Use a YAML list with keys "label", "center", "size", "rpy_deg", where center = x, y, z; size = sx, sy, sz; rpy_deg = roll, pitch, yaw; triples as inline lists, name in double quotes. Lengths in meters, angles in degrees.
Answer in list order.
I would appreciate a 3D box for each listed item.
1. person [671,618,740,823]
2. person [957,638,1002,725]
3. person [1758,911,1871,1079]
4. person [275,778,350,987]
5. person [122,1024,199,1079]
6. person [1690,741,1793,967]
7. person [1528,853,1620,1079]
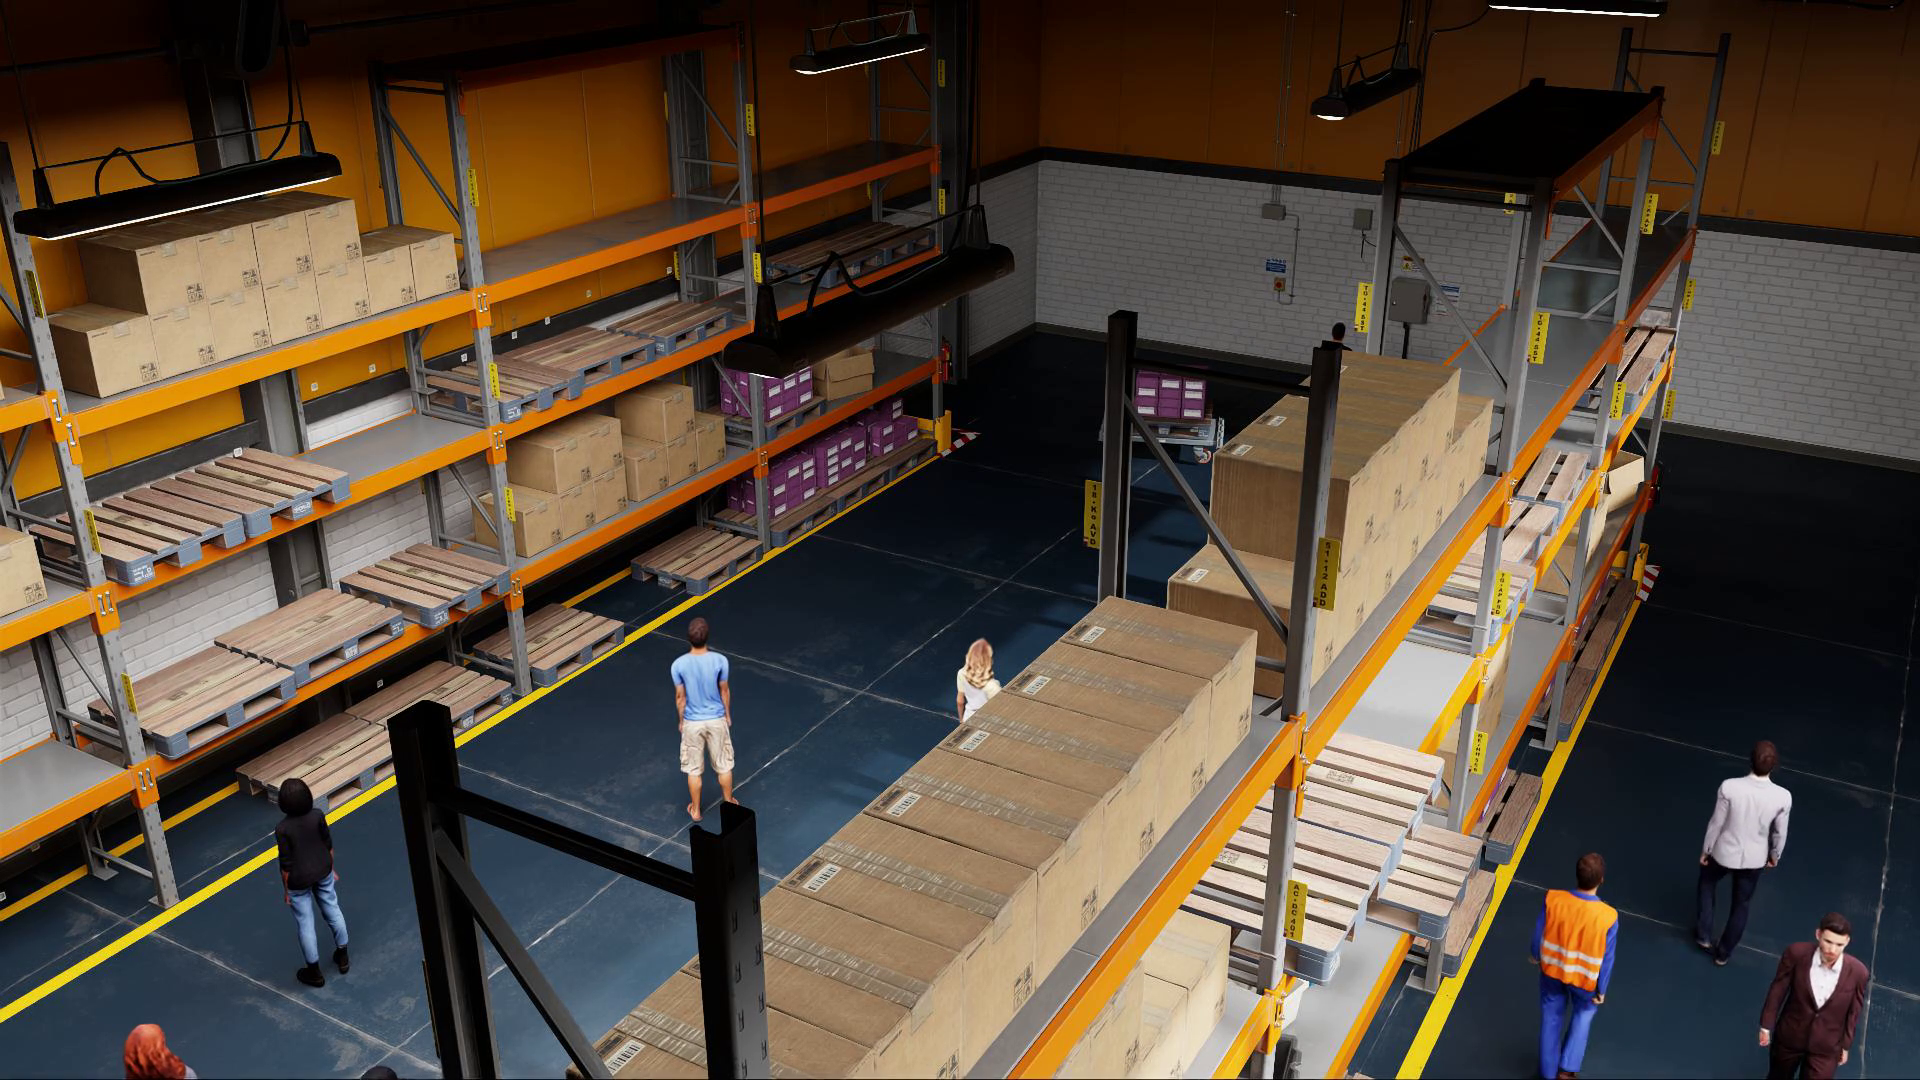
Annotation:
- label: "person"
  center: [-2.161, 1.522, 14.089]
  size: [0.738, 1.864, 0.785]
  rpy_deg: [-5, 24, -10]
- label: "person"
  center: [0.175, 1.616, 14.050]
  size: [0.656, 1.723, 0.594]
  rpy_deg: [18, 30, 36]
- label: "person"
  center: [5.348, 3.106, 10.496]
  size: [0.686, 1.840, 1.132]
  rpy_deg: [14, 27, 28]
- label: "person"
  center: [-4.737, 2.473, 12.117]
  size: [0.666, 1.702, 0.535]
  rpy_deg: [20, 31, 38]
- label: "person"
  center: [-4.528, 3.530, 9.599]
  size: [0.628, 1.782, 0.712]
  rpy_deg: [-9, 25, -19]
- label: "person"
  center: [5.730, 2.353, 12.223]
  size: [0.769, 1.837, 0.700]
  rpy_deg: [7, 25, 16]
- label: "person"
  center: [3.990, 2.908, 10.937]
  size: [0.695, 1.849, 0.668]
  rpy_deg: [12, 26, 26]
